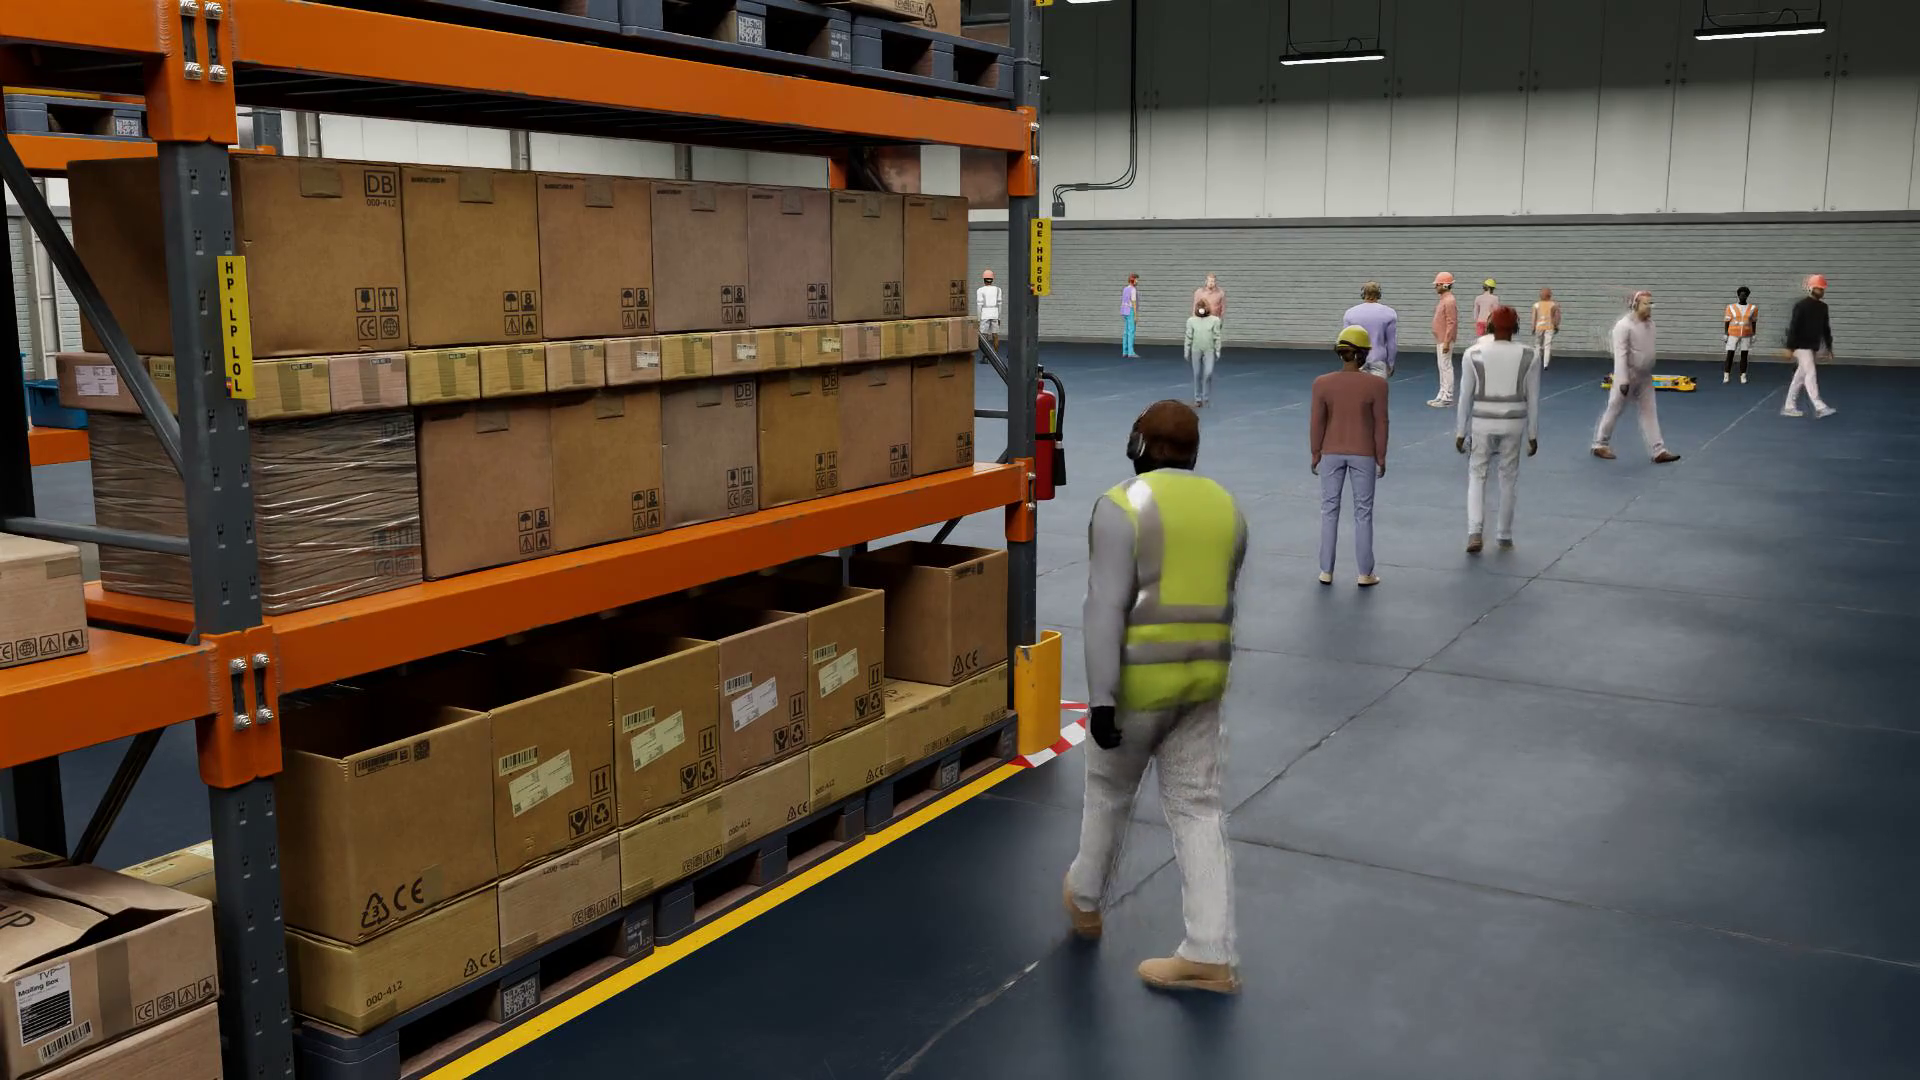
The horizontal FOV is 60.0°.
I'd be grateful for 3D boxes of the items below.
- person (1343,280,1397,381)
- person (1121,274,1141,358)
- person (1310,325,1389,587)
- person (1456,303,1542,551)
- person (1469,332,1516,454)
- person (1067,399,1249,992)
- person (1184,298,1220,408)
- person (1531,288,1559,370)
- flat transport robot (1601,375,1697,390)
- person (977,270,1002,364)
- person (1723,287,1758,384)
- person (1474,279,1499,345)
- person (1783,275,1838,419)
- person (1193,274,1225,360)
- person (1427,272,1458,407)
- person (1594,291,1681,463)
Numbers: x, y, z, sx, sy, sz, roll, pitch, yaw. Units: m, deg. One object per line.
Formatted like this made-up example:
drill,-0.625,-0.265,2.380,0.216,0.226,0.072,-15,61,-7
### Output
person,4.861,-2.104,19.762,0.630,1.938,0.372,3,10,15
person,3.731,-4.906,36.455,0.388,1.837,0.564,-3,10,-18
person,2.630,-0.564,11.258,0.525,1.765,0.329,4,11,24
person,4.054,-0.837,12.527,0.588,1.884,0.431,3,10,17
person,5.910,-1.727,18.514,0.711,1.611,0.519,-7,12,-35
person,0.600,0.462,5.221,0.673,1.782,0.817,-5,11,-29
person,3.539,-2.732,24.385,0.520,1.611,0.624,3,10,16
person,11.493,-4.144,32.697,0.512,1.598,0.856,3,10,19
flat transport robot,11.536,-2.652,27.840,1.431,0.197,0.652,5,11,26
person,0.593,-4.611,34.432,0.542,1.939,0.364,-4,10,-20
person,13.657,-3.584,29.121,0.540,1.697,0.317,3,10,16
person,10.586,-4.349,33.429,0.337,1.759,0.525,-9,13,-42
person,11.768,-2.637,22.819,0.652,1.950,0.962,-5,11,-28
person,5.108,-4.516,34.096,0.621,1.870,0.886,3,10,15
person,7.142,-2.956,24.581,0.395,1.993,0.614,1,10,7
person,7.331,-1.766,18.036,0.665,1.854,1.016,-6,11,-30
